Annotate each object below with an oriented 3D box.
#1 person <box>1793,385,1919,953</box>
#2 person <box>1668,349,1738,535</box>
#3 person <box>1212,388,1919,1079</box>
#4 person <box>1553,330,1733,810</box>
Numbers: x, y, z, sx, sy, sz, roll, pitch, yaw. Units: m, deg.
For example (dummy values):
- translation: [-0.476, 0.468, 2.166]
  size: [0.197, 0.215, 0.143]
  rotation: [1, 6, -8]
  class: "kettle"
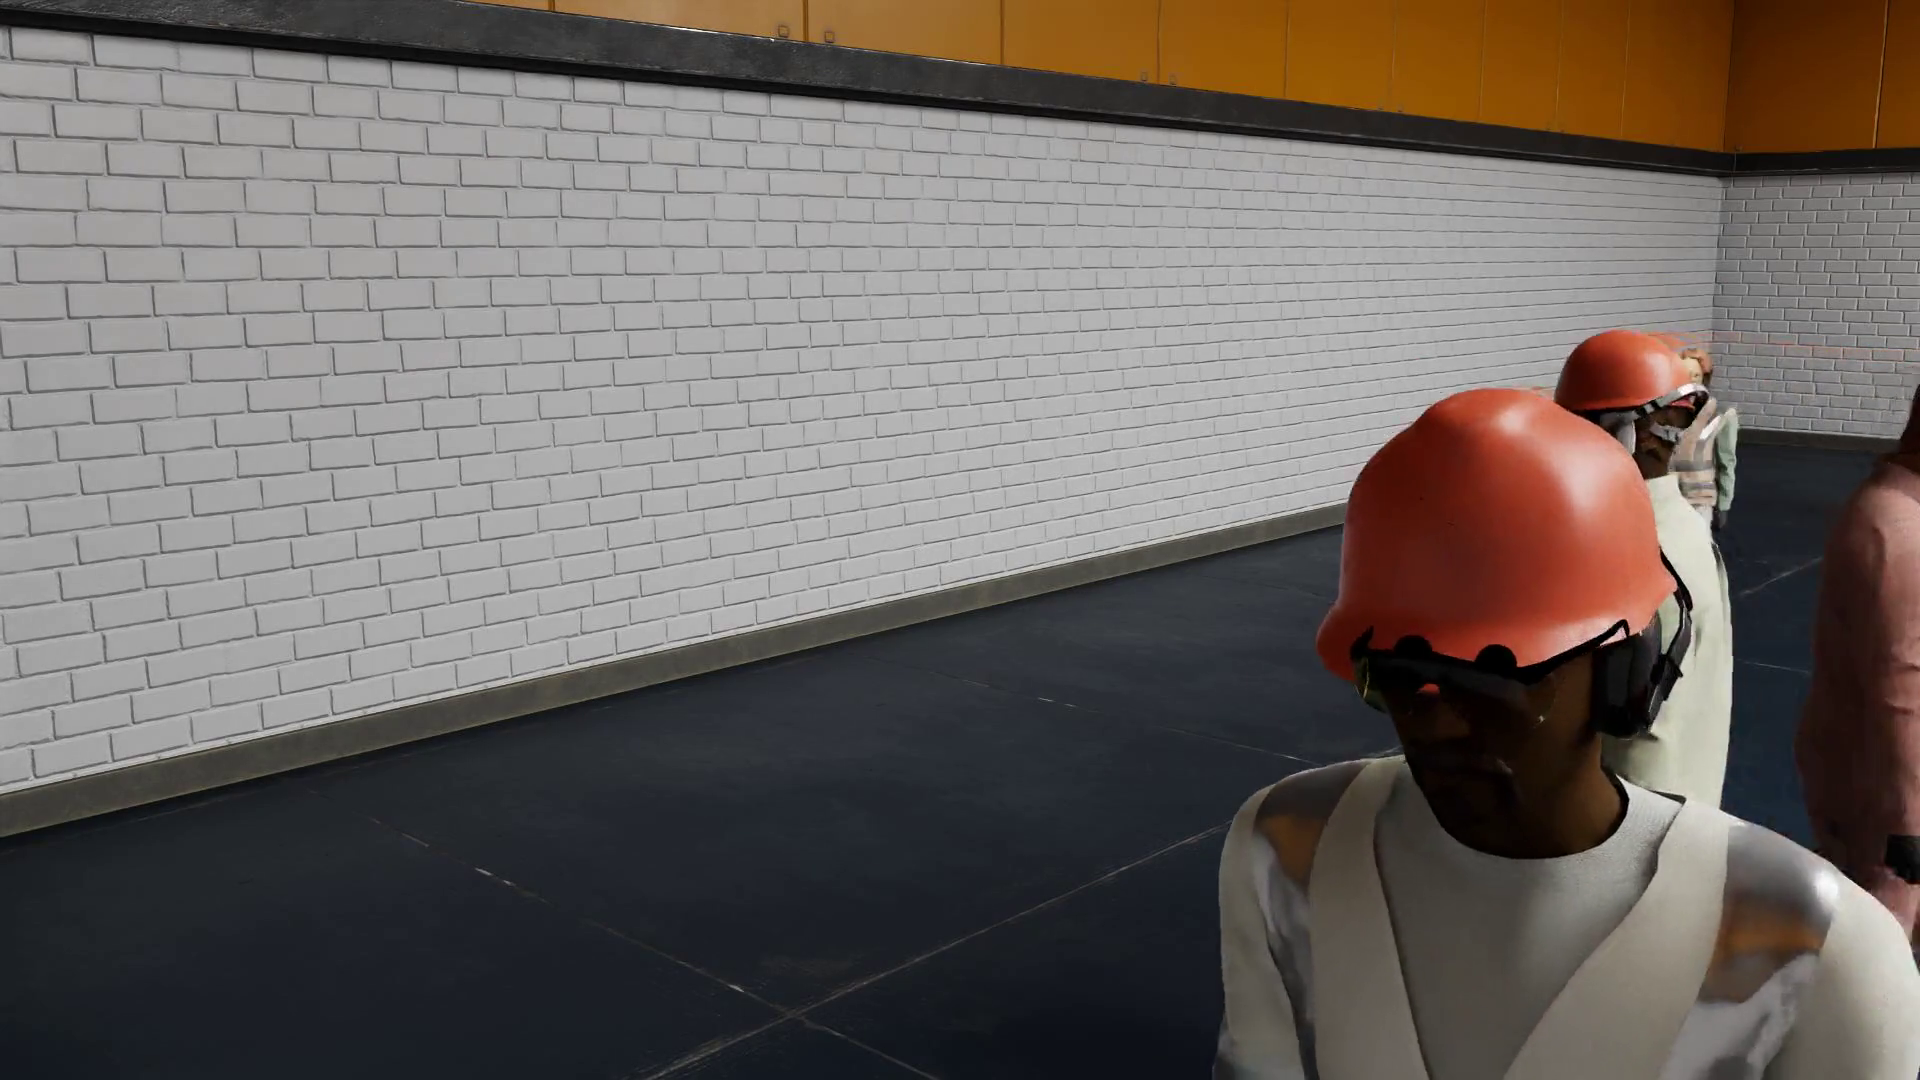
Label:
- translation: [2.138, 0.528, 3.858]
  size: [0.439, 1.879, 0.660]
  rotation: [6, 12, 31]
  class: "person"
- translation: [3.772, -0.197, 8.688]
  size: [0.524, 1.618, 0.610]
  rotation: [8, 13, 40]
  class: "person"
- translation: [0.513, 0.858, 1.558]
  size: [0.626, 2.019, 0.581]
  rotation: [9, 13, 40]
  class: "person"
- translation: [1.375, 0.569, 3.370]
  size: [0.523, 1.966, 0.614]
  rotation: [4, 11, 23]
  class: "person"
